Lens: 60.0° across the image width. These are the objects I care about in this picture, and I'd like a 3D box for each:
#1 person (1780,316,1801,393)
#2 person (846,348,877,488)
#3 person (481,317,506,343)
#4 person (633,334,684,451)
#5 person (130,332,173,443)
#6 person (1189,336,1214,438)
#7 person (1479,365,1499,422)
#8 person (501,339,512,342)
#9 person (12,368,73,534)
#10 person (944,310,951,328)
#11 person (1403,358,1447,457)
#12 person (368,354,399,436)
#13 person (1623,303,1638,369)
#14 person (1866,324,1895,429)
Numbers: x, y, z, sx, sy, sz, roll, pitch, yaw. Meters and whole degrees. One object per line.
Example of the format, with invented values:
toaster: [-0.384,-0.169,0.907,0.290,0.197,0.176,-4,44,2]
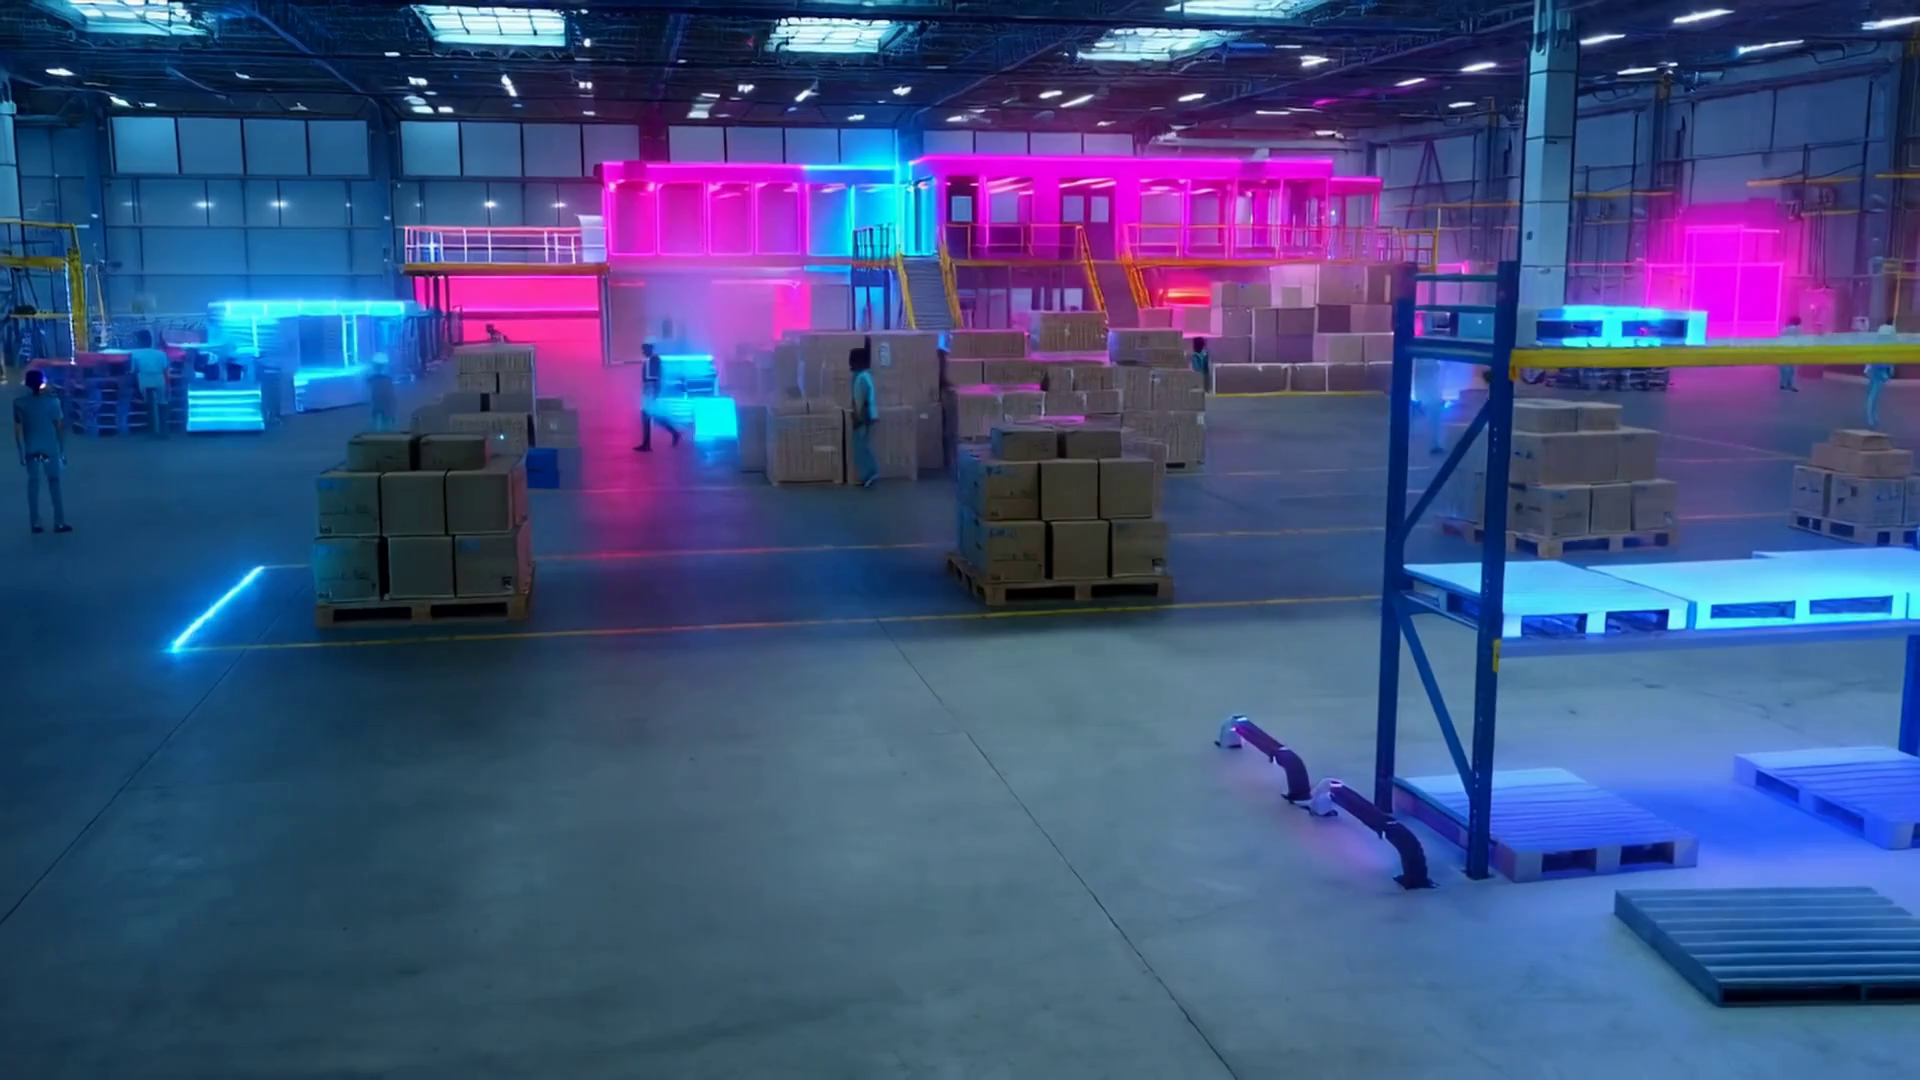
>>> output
person: [19.954,-4.448,39.893,0.429,1.843,0.627,1,9,6]
person: [-1.346,-1.645,22.601,0.448,1.907,0.586,-1,9,-4]
person: [-9.940,-3.772,35.480,0.542,1.939,0.362,-6,11,-33]
person: [-4.957,-2.402,27.185,0.732,1.922,0.544,-4,10,-22]
person: [-13.954,-2.639,28.698,0.625,1.898,0.953,-6,11,-32]
person: [4.187,-2.624,28.828,0.512,1.828,0.653,-7,12,-36]
person: [7.605,-1.723,23.707,0.864,1.707,0.486,-1,9,-7]
person: [-7.534,-2.465,27.908,0.523,1.818,0.981,2,10,11]
person: [-10.357,-0.993,18.746,0.521,1.874,0.327,-2,9,-10]
person: [-0.210,-5.238,44.636,0.581,1.861,0.601,-1,9,-5]
person: [7.424,-2.295,26.566,0.829,1.919,0.634,9,13,42]
person: [-8.579,-1.909,24.779,0.542,1.712,0.903,5,10,27]
person: [19.661,-6.049,49.378,0.622,1.948,1.038,-5,11,-30]
person: [17.198,-3.058,31.095,0.402,1.949,0.605,5,11,30]
